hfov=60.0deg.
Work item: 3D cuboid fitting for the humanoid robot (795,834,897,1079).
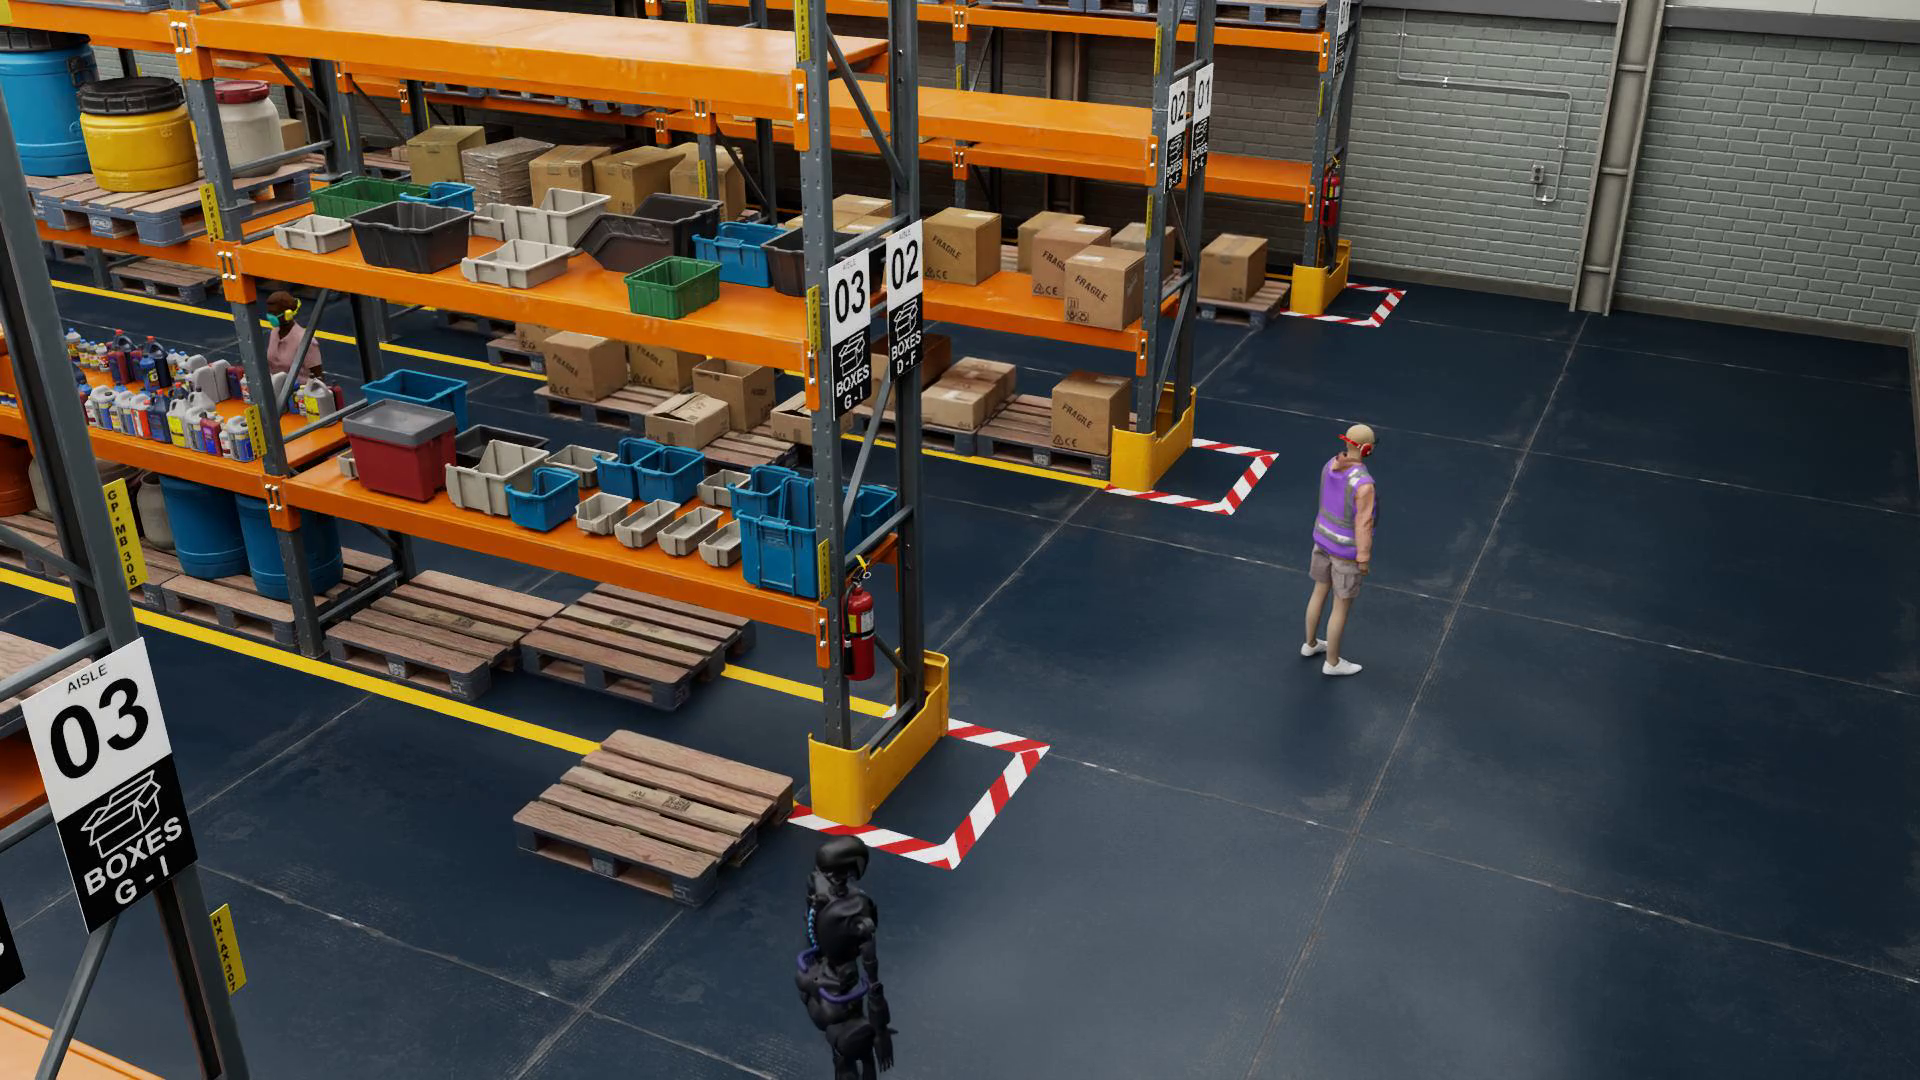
[{"bbox_3d":[-0.565,1.906,6.863,0.538,1.644,0.605,-16,30,-29],"label":"humanoid robot"}]

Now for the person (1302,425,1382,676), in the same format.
[{"bbox_3d":[2.432,0.060,10.585,0.349,1.688,0.489,-11,28,-21],"label":"person"}]

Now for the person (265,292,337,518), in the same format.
[{"bbox_3d":[-5.009,-1.020,12.644,0.532,1.799,0.331,15,30,27],"label":"person"}]
